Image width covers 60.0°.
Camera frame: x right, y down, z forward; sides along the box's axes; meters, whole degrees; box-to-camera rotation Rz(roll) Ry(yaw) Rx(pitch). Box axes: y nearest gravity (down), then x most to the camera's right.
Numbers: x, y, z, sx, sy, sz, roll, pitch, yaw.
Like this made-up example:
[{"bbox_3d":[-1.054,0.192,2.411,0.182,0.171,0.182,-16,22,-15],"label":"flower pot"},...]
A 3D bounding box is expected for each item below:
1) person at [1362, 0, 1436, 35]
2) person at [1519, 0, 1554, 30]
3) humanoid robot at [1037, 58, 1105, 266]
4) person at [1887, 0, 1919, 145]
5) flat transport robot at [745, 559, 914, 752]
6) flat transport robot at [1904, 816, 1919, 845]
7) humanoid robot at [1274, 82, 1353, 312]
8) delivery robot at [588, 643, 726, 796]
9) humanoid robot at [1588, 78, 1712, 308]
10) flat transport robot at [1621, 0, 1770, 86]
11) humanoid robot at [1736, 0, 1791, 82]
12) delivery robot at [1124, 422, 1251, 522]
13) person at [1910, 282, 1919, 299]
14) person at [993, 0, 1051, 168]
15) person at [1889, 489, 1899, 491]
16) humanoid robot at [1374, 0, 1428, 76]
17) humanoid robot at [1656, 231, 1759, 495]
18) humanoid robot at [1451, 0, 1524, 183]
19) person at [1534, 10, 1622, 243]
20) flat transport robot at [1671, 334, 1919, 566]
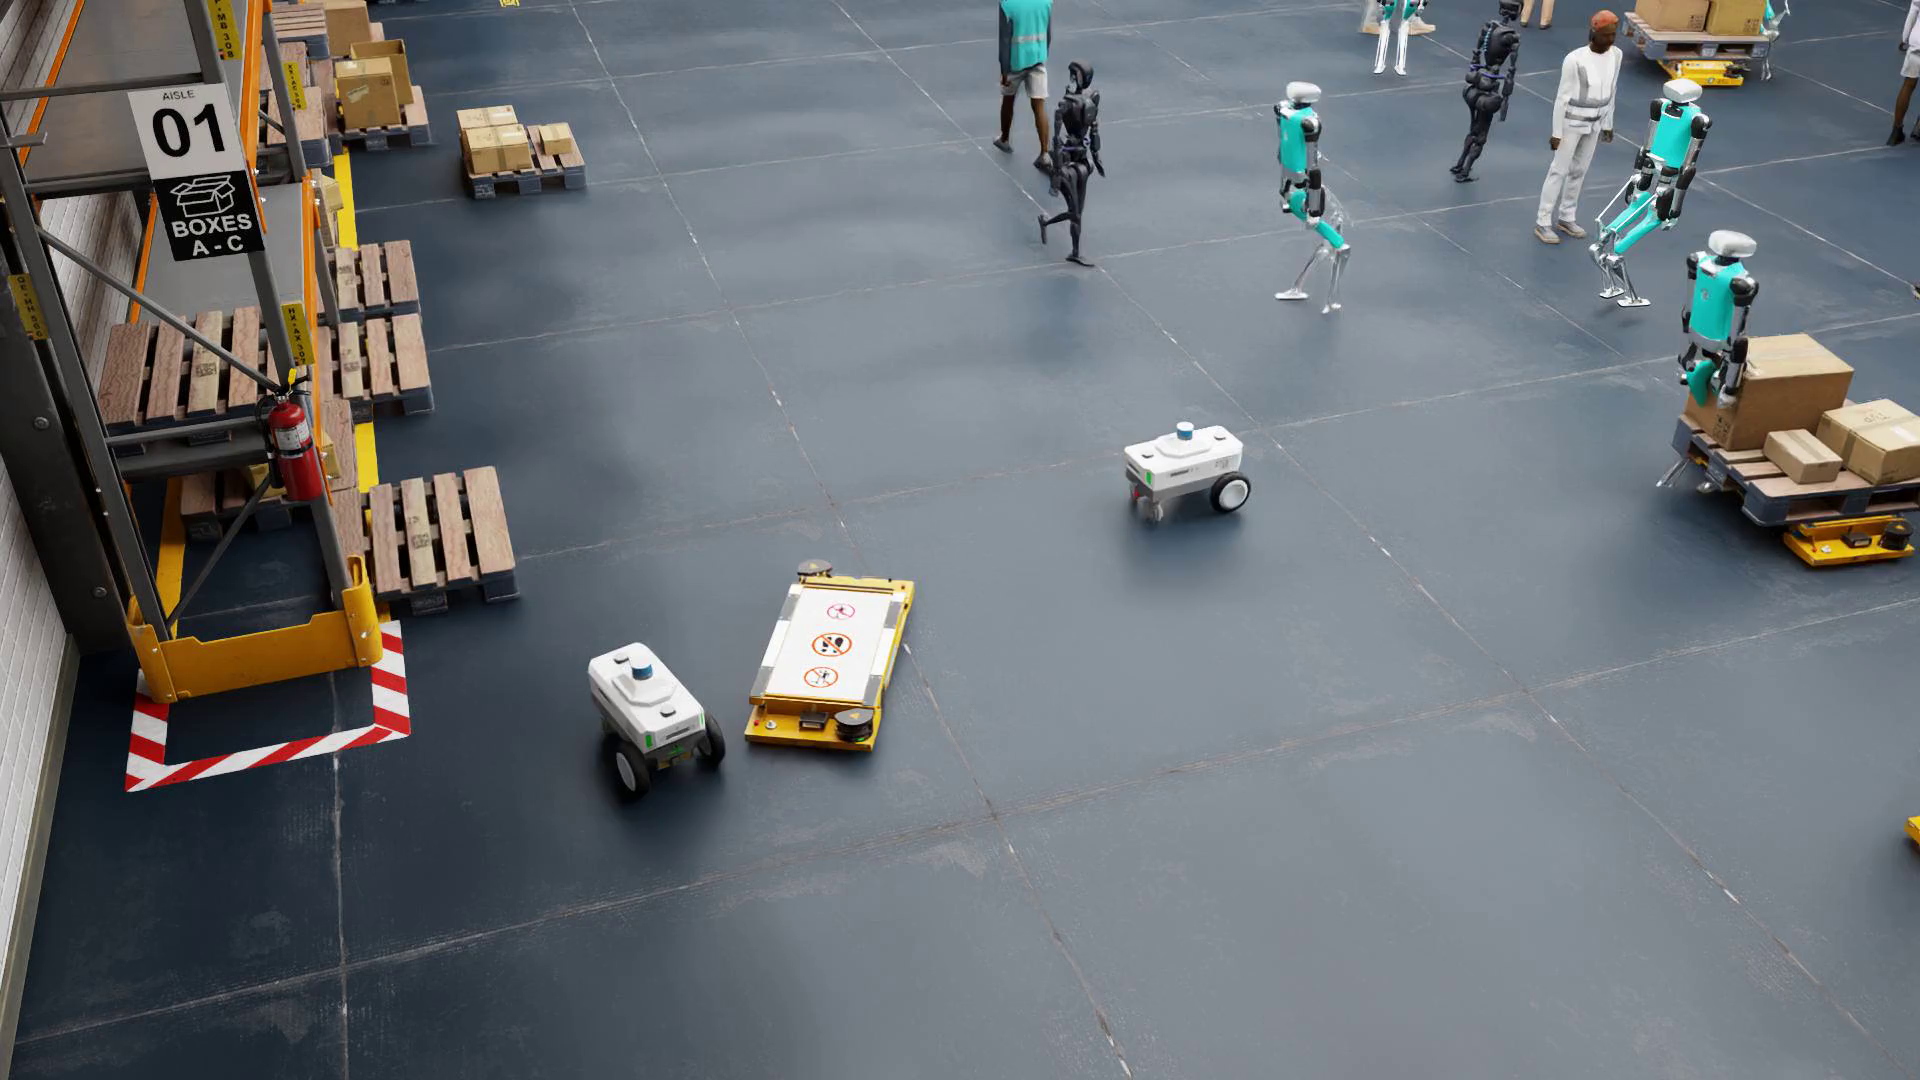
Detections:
[{"bbox_3d":[4.957,-6.473,18.351,0.885,1.835,0.485,13,35,19],"label":"person"},{"bbox_3d":[6.645,-6.607,18.712,0.483,1.663,0.392,13,35,19],"label":"person"},{"bbox_3d":[0.850,-3.038,13.250,0.673,1.629,0.606,26,41,33],"label":"humanoid robot"},{"bbox_3d":[9.058,-4.642,15.472,0.555,1.916,0.567,21,38,28],"label":"person"},{"bbox_3d":[-0.676,0.599,8.939,0.659,0.231,1.431,4,33,6],"label":"flat transport robot"},{"bbox_3d":[5.247,1.391,7.725,1.431,0.231,0.659,-8,34,-12],"label":"flat transport robot"},{"bbox_3d":[2.712,-2.558,12.450,0.807,1.791,0.530,-11,35,-16],"label":"humanoid robot"},{"bbox_3d":[-1.549,0.841,8.287,0.511,0.573,0.735,-21,39,-29],"label":"delivery robot"},{"bbox_3d":[4.984,-2.524,12.264,0.735,1.677,0.533,-12,35,-18],"label":"humanoid robot"},{"bbox_3d":[7.790,-5.163,17.778,0.659,0.231,1.431,1,33,1],"label":"flat transport robot"},{"bbox_3d":[8.400,-5.624,17.216,0.557,1.856,0.835,-16,36,-23],"label":"humanoid robot"},{"bbox_3d":[1.396,-0.451,10.300,0.778,0.607,0.522,-14,36,-21],"label":"delivery robot"},{"bbox_3d":[7.701,-2.548,12.258,0.739,1.908,0.926,-13,35,-20],"label":"person"},{"bbox_3d":[0.601,-4.351,15.045,0.555,1.895,0.969,-10,34,-15],"label":"person"},{"bbox_3d":[6.199,-0.975,10.075,0.883,1.658,0.512,-4,33,-6],"label":"person"},{"bbox_3d":[4.543,-5.647,17.052,0.533,1.677,0.735,6,34,10],"label":"humanoid robot"},{"bbox_3d":[4.710,-1.035,10.120,0.783,1.799,0.545,-8,34,-13],"label":"humanoid robot"},{"bbox_3d":[4.647,-3.994,14.712,0.397,1.639,0.604,-12,35,-17],"label":"humanoid robot"},{"bbox_3d":[5.059,-3.361,13.540,0.600,1.880,0.339,-15,36,-21],"label":"person"},{"bbox_3d":[5.192,-0.315,10.341,0.659,0.231,1.431,-6,34,-8],"label":"flat transport robot"}]
